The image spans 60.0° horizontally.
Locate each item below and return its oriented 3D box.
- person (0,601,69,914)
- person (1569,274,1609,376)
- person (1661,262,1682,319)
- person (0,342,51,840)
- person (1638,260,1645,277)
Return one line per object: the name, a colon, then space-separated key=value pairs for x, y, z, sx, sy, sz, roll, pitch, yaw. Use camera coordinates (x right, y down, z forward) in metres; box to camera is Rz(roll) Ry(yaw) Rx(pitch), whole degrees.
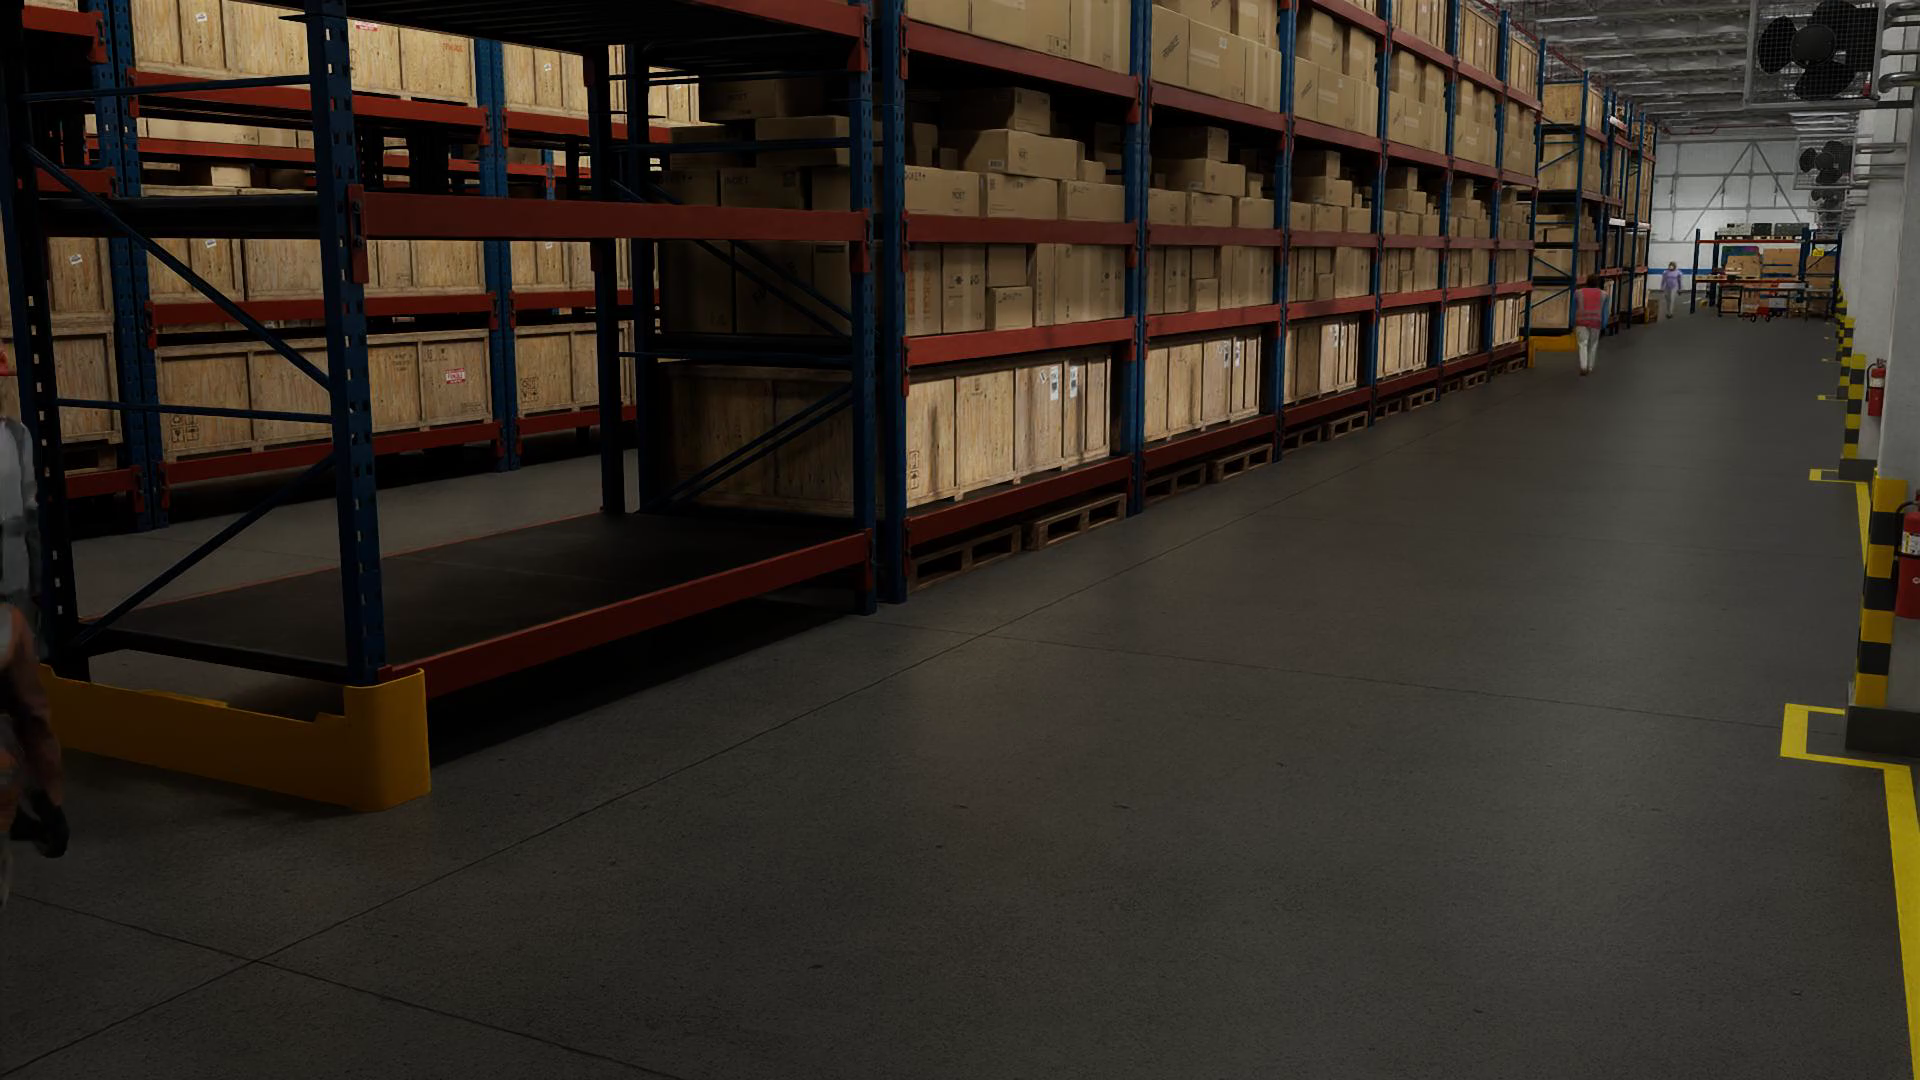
person: x=-2.522 y=0.686 z=4.096 sx=0.841 sy=1.605 sz=0.529 roll=8 pitch=13 yaw=39
person: x=11.193 y=-3.823 z=29.596 sx=0.622 sy=1.808 sz=0.908 roll=2 pitch=10 yaw=11
person: x=23.626 y=-8.291 z=55.262 sx=0.617 sy=1.886 sz=0.992 roll=9 pitch=13 yaw=41
person: x=-3.730 y=0.153 z=6.232 sx=0.640 sy=1.924 sz=0.543 roll=5 pitch=11 yaw=24
person: x=33.711 y=-12.975 z=82.195 sx=0.370 sy=1.938 sz=0.627 roll=5 pitch=11 yaw=28
